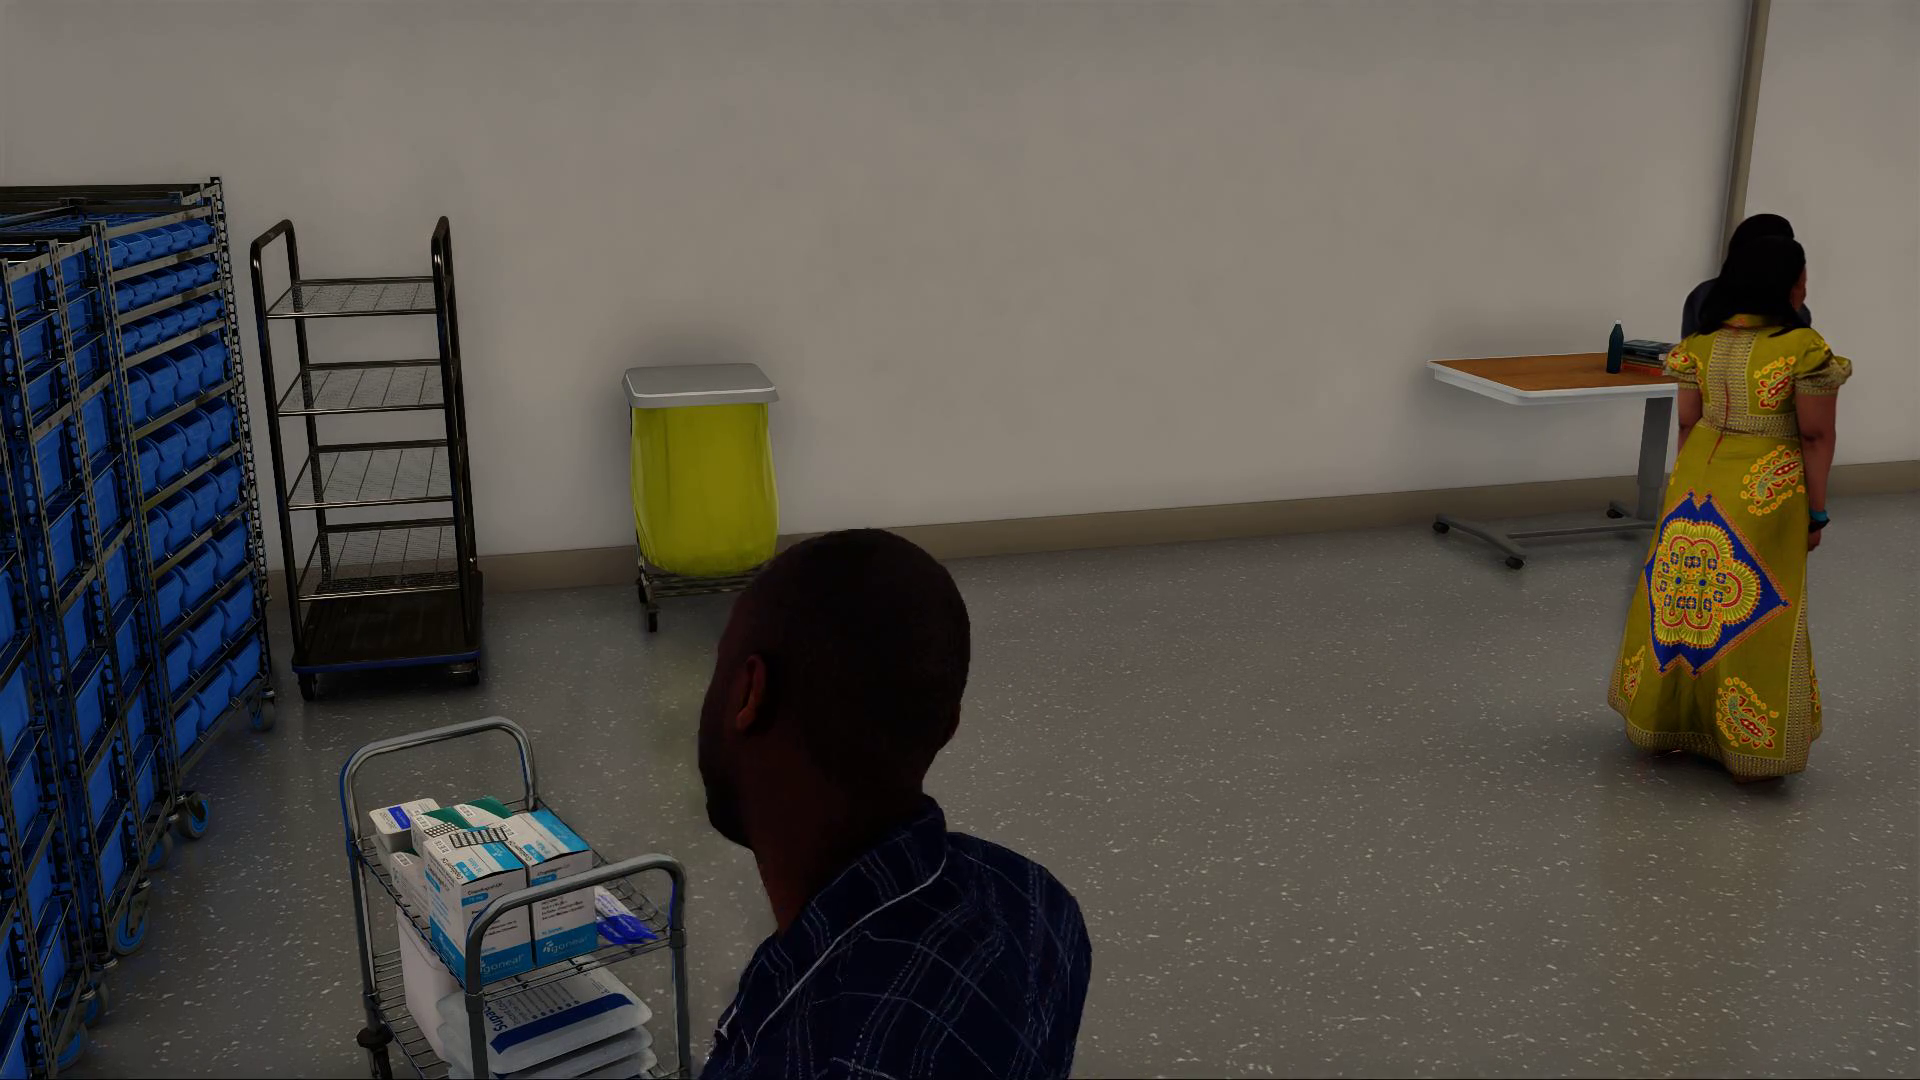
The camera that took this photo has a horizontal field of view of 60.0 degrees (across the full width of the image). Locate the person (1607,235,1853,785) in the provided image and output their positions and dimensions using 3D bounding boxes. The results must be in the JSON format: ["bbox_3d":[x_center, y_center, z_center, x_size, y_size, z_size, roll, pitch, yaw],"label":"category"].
[{"bbox_3d":[2.368,-0.094,5.043,0.958,1.661,0.977,-12,20,-37],"label":"person"}]

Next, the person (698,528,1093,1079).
[{"bbox_3d":[-0.086,0.897,1.281,0.773,1.796,0.798,-3,16,-12],"label":"person"}]

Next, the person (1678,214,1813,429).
[{"bbox_3d":[2.997,-0.447,6.410,0.750,1.599,0.746,-10,18,-30],"label":"person"}]
